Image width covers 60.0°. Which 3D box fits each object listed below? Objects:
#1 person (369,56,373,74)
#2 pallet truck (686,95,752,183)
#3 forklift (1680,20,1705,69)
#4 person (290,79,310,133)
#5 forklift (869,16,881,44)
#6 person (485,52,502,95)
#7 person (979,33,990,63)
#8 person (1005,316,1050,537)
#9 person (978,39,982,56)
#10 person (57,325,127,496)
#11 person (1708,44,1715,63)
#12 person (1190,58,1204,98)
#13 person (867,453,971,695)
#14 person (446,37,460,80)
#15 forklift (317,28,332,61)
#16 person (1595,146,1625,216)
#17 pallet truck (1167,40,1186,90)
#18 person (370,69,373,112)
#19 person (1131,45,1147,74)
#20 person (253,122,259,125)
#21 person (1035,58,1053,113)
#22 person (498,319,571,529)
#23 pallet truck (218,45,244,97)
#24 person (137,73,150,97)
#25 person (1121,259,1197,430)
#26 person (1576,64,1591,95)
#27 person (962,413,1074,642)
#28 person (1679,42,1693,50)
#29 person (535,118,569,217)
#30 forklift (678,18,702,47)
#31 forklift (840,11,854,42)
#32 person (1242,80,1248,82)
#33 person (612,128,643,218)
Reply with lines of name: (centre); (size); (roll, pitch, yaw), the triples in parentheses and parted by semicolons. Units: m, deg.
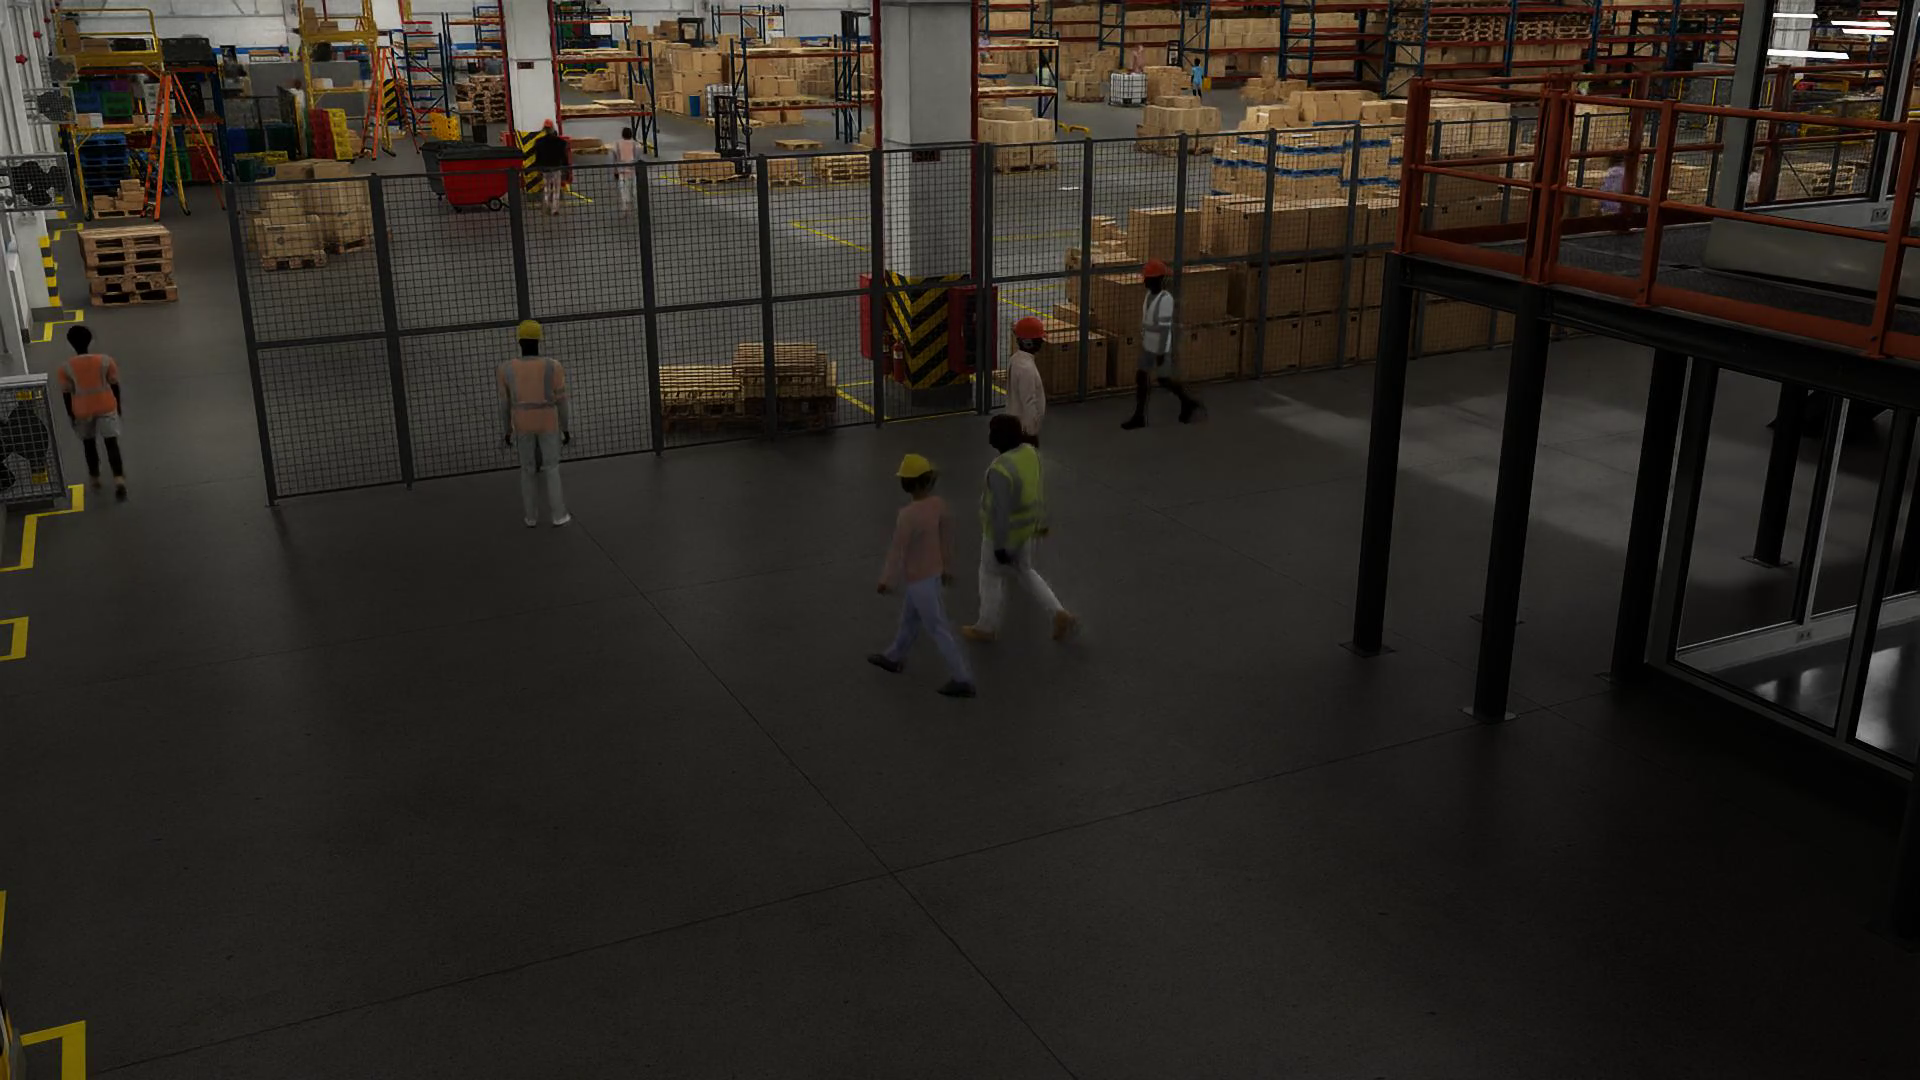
person: (-23.466, -18.912, 66.993); (1.010, 1.898, 0.633); (11, 22, 30)
pallet truck: (-5.836, -9.608, 39.856); (0.823, 1.965, 1.885); (10, 22, 27)
forklift: (30.296, -20.123, 69.003); (1.873, 2.768, 1.129); (-7, 20, -18)
person: (-19.297, -12.513, 48.545); (1.010, 1.836, 0.591); (8, 21, 22)
forklift: (-3.578, -21.981, 74.388); (1.129, 2.768, 1.873); (-10, 21, -26)
person: (-17.584, -17.481, 62.863); (0.639, 1.890, 1.015); (-8, 21, -22)
person: (1.217, -23.518, 80.352); (0.625, 1.883, 1.050); (-11, 22, -28)
person: (0.596, -1.023, 14.974); (0.376, 1.995, 0.609); (-4, 19, -10)
person: (0.940, -23.415, 80.467); (0.519, 1.617, 0.766); (-8, 21, -22)
person: (-8.391, -1.254, 16.140); (0.537, 1.671, 0.819); (-11, 22, -30)
person: (32.658, -20.656, 72.309); (0.874, 1.717, 0.539); (7, 20, 20)
person: (8.790, -17.000, 61.737); (0.540, 1.695, 0.317); (-10, 21, -26)
person: (-0.286, 0.234, 11.754); (0.926, 1.716, 0.539); (9, 21, 23)
person: (-23.079, -21.872, 75.561); (0.550, 1.900, 0.962); (-11, 22, -29)
forklift: (-23.030, -17.223, 60.598); (1.873, 2.768, 1.129); (-9, 21, -25)
person: (11.262, -5.735, 28.599); (0.629, 2.017, 0.687); (-16, 25, -39)
pallet truck: (9.045, -19.971, 69.895); (0.823, 1.965, 1.885); (-3, 19, -8)
person: (-20.286, -15.654, 57.817); (0.495, 1.706, 0.853); (12, 22, 30)
person: (7.420, -19.587, 68.996); (0.649, 1.860, 1.006); (-11, 22, -30)
person: (-22.775, -14.446, 54.190); (0.537, 1.805, 0.963); (6, 20, 17)
person: (2.942, -15.950, 58.407); (0.601, 1.894, 0.819); (2, 19, 7)
person: (-3.868, -1.057, 15.174); (0.594, 1.924, 0.382); (-2, 19, -7)
pallet truck: (-28.879, -18.665, 66.111); (0.823, 1.965, 1.885); (-3, 19, -9)
person: (-30.830, -17.283, 62.701); (0.822, 1.603, 0.506); (4, 19, 12)
person: (2.236, -2.174, 18.446); (0.847, 1.915, 0.548); (-9, 21, -24)
person: (22.188, -16.057, 59.056); (0.824, 1.671, 0.530); (-9, 21, -25)
person: (0.432, -0.067, 12.479); (0.793, 1.815, 0.631); (11, 22, 29)
person: (31.436, -20.668, 72.096); (0.646, 1.877, 0.826); (2, 19, 5)
person: (-8.400, -7.693, 34.351); (0.629, 1.971, 0.661); (0, 19, 0)
forklift: (-11.690, -21.268, 72.321); (1.129, 2.768, 1.873); (1, 19, 3)
forklift: (-5.645, -25.056, 83.303); (1.873, 2.768, 1.129); (-9, 21, -25)
person: (12.742, -21.378, 74.032); (0.419, 1.954, 0.632); (-11, 22, -28)
person: (-6.831, -7.593, 34.327); (0.649, 1.791, 0.952); (0, 19, -1)
